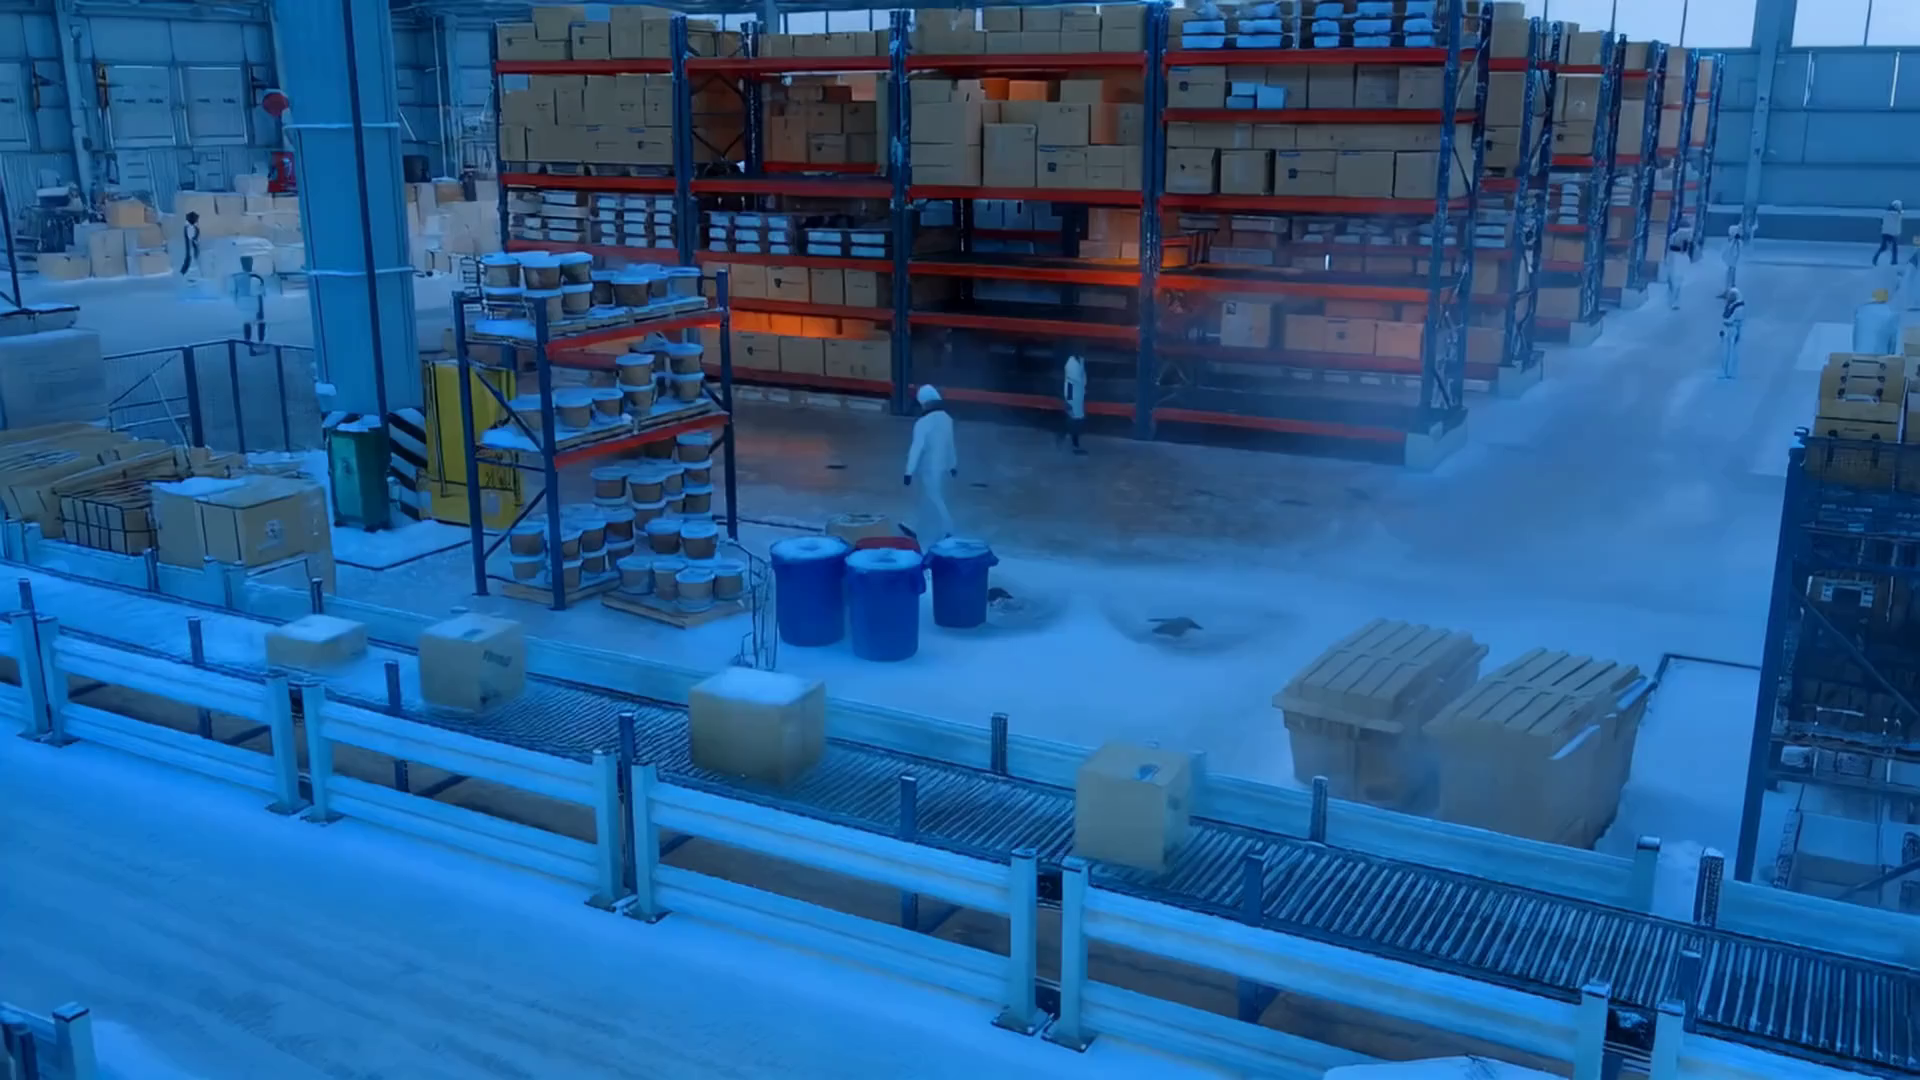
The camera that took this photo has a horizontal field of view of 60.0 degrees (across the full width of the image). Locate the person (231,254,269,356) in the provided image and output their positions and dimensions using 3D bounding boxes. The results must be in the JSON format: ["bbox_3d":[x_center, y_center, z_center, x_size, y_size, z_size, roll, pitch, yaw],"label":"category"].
[{"bbox_3d":[-13.544,-4.492,31.781,0.608,1.949,0.505,1,15,4],"label":"person"}]

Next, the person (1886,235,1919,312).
[{"bbox_3d":[21.730,-6.116,38.198,0.983,1.776,0.697,-4,15,-14],"label":"person"}]

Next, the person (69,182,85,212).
[{"bbox_3d":[-31.996,-12.039,60.331,0.927,1.842,0.578,-9,17,-31],"label":"person"}]

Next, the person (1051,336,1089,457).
[{"bbox_3d":[1.547,-1.962,22.747,0.424,1.683,0.550,6,16,20],"label":"person"}]

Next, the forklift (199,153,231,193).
[{"bbox_3d":[-27.440,-12.865,61.464,1.873,2.768,1.129,8,17,28],"label":"forklift"}]

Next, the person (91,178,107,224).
[{"bbox_3d":[-31.748,-12.350,61.332,0.544,1.939,0.354,-2,15,-7],"label":"person"}]

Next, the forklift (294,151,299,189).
[{"bbox_3d":[-25.337,-13.682,64.535,1.873,2.768,1.129,1,15,2],"label":"forklift"}]

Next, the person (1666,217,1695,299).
[{"bbox_3d":[17.418,-6.784,40.269,0.625,2.016,0.854,6,16,22],"label":"person"}]

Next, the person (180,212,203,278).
[{"bbox_3d":[-20.953,-8.056,45.474,0.959,1.803,0.537,-14,21,-43],"label":"person"}]

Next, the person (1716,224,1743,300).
[{"bbox_3d":[18.782,-6.770,40.550,0.429,1.840,0.624,2,15,7],"label":"person"}]

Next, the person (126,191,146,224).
[{"bbox_3d":[-26.996,-10.474,54.415,0.641,1.876,1.102,-9,17,-31],"label":"person"}]

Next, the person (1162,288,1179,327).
[{"bbox_3d":[4.479,-5.467,35.533,0.653,1.911,0.405,-14,20,-42],"label":"person"}]

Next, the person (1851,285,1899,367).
[{"bbox_3d":[14.662,-3.120,26.684,0.651,1.913,0.410,9,17,30],"label":"person"}]

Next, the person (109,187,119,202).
[{"bbox_3d":[-31.541,-12.408,62.210,0.857,1.600,0.511,-4,15,-15],"label":"person"}]

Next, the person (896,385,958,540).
[{"bbox_3d":[-0.364,-0.805,18.218,0.925,1.782,0.637,9,18,32],"label":"person"}]

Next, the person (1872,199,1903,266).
[{"bbox_3d":[27.266,-9.022,48.802,0.982,1.960,0.624,-10,18,-34],"label":"person"}]

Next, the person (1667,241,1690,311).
[{"bbox_3d":[16.634,-6.109,38.477,0.402,1.617,0.533,-9,17,-29],"label":"person"}]

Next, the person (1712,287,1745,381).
[{"bbox_3d":[13.449,-3.596,29.000,0.309,1.639,0.514,-3,15,-10],"label":"person"}]

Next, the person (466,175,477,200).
[{"bbox_3d":[-19.227,-13.451,65.608,1.012,1.889,0.636,-11,19,-37],"label":"person"}]

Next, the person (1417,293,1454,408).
[{"bbox_3d":[7.280,-2.847,25.605,0.365,1.939,0.636,-7,17,-26],"label":"person"}]
